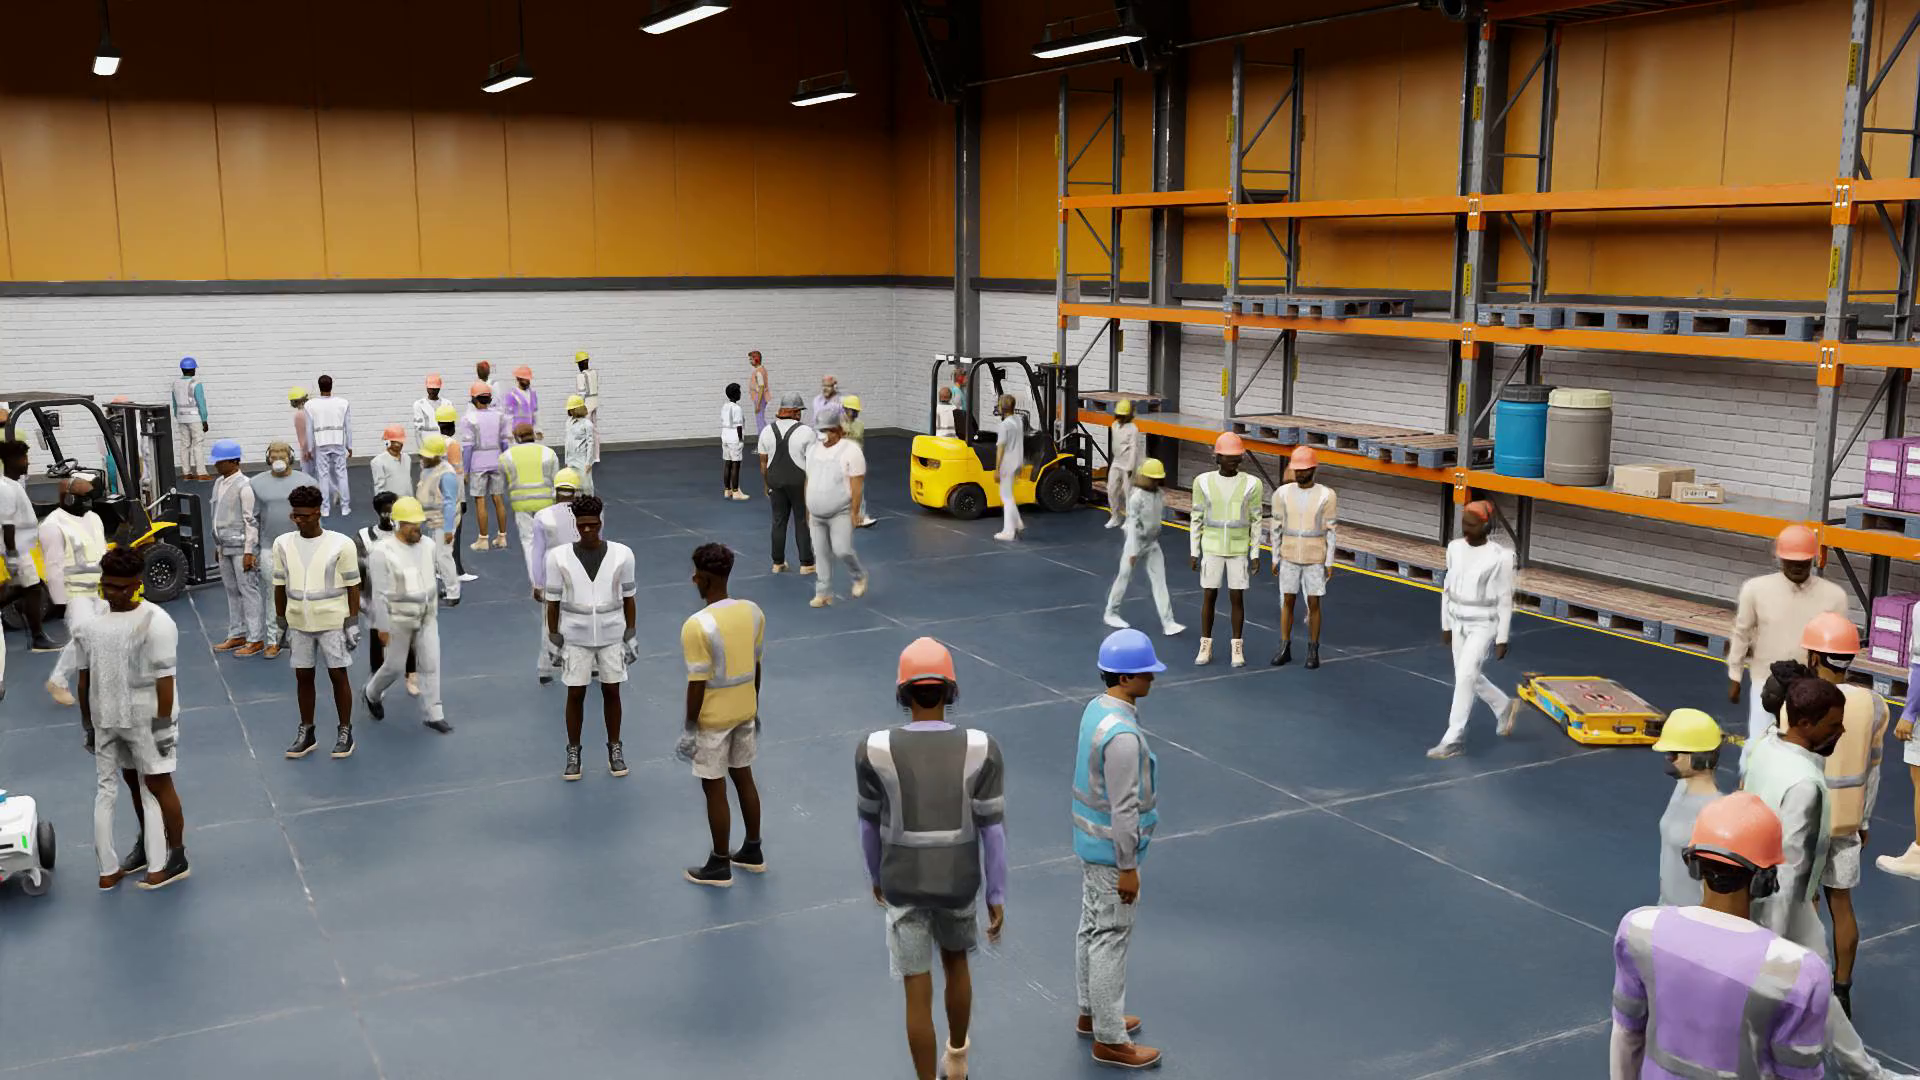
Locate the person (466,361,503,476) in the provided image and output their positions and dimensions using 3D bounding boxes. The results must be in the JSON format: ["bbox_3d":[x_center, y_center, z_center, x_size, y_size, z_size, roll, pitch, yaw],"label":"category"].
[{"bbox_3d":[-7.631,-1.976,26.876,0.583,1.835,1.028,8,13,39],"label":"person"}]

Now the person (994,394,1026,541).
[{"bbox_3d":[0.583,-0.897,20.616,0.400,1.835,0.537,6,11,30],"label":"person"}]

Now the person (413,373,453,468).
[{"bbox_3d":[-7.158,-1.311,22.716,0.547,1.934,0.376,-9,13,-41],"label":"person"}]

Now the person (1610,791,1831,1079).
[{"bbox_3d":[2.219,1.736,4.912,0.406,2.035,0.602,-8,13,-40],"label":"person"}]

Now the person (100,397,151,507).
[{"bbox_3d":[-9.668,-0.715,19.362,0.548,1.918,0.463,-8,12,-37],"label":"person"}]

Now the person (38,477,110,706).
[{"bbox_3d":[-6.903,0.411,13.110,0.483,1.825,0.642,1,10,5],"label":"person"}]

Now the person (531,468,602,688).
[{"bbox_3d":[-3.245,0.310,13.744,0.622,1.811,0.417,-6,12,-32],"label":"person"}]

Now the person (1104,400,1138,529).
[{"bbox_3d":[2.122,-0.968,21.398,0.531,1.692,0.517,-8,13,-39],"label":"person"}]

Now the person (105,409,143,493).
[{"bbox_3d":[-9.587,-0.634,19.075,0.516,1.843,0.327,5,11,24],"label":"person"}]

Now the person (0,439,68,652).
[{"bbox_3d":[-8.480,0.068,14.786,0.777,1.946,0.610,-5,11,-25],"label":"person"}]

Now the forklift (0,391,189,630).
[{"bbox_3d":[-9.026,-0.363,16.508,1.214,2.155,2.313,6,11,29],"label":"forklift"}]

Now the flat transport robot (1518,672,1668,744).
[{"bbox_3d":[4.811,1.266,12.665,0.652,0.197,1.431,0,10,0],"label":"flat transport robot"}]

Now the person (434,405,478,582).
[{"bbox_3d":[-5.555,-0.504,18.083,0.590,1.930,0.354,8,13,40],"label":"person"}]

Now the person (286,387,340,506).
[{"bbox_3d":[-8.918,-1.248,22.927,0.620,1.742,0.536,0,10,-3],"label":"person"}]

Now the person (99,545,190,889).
[{"bbox_3d":[-4.666,0.984,9.438,0.629,1.958,0.401,6,12,32],"label":"person"}]

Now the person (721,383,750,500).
[{"bbox_3d":[-3.267,-1.424,24.054,0.318,1.696,0.537,-6,12,-32],"label":"person"}]

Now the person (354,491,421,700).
[{"bbox_3d":[-4.571,0.439,13.348,0.534,1.694,0.320,-4,11,-22],"label":"person"}]

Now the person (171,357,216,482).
[{"bbox_3d":[-11.964,-1.870,25.898,0.605,1.948,0.388,4,10,20],"label":"person"}]

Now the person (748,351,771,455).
[{"bbox_3d":[-3.540,-2.426,29.414,0.390,1.838,0.563,-1,10,-7],"label":"person"}]

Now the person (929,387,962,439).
[{"bbox_3d":[-0.204,-1.390,24.024,0.514,1.637,0.315,-2,10,-12],"label":"person"}]

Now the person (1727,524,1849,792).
[{"bbox_3d":[5.082,0.838,10.251,0.652,1.966,0.679,3,10,19],"label":"person"}]

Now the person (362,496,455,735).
[{"bbox_3d":[-4.171,0.547,12.425,0.810,1.804,0.594,7,12,34],"label":"person"}]

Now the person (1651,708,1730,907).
[{"bbox_3d":[2.946,1.552,6.777,0.360,1.759,0.531,1,10,7],"label":"person"}]

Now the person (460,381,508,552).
[{"bbox_3d":[-5.708,-0.884,19.943,0.383,2.041,0.616,9,13,42],"label":"person"}]

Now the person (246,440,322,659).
[{"bbox_3d":[-5.959,0.080,14.696,0.632,1.940,0.372,-3,10,-15],"label":"person"}]

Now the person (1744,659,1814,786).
[{"bbox_3d":[3.847,1.391,7.836,0.318,1.700,0.535,3,10,16],"label":"person"}]

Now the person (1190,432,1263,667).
[{"bbox_3d":[2.292,0.084,14.370,0.615,2.043,0.373,2,10,11],"label":"person"}]

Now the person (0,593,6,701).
[{"bbox_3d":[-6.265,0.859,10.291,0.642,1.913,0.408,-4,11,-24],"label":"person"}]

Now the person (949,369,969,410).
[{"bbox_3d":[-0.024,-1.657,25.044,0.444,1.820,0.560,-1,10,-8],"label":"person"}]

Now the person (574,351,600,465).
[{"bbox_3d":[-6.295,-2.221,28.009,0.382,1.917,0.585,3,10,16],"label":"person"}]

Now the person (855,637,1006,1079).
[{"bbox_3d":[-0.134,1.392,6.915,0.600,2.012,0.770,-1,10,-7],"label":"person"}]

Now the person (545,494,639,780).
[{"bbox_3d":[-2.498,0.653,11.317,0.613,1.963,0.361,-3,10,-16],"label":"person"}]

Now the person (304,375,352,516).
[{"bbox_3d":[-8.555,-1.280,22.579,0.590,1.922,0.391,-5,11,-25],"label":"person"}]

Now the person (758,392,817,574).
[{"bbox_3d":[-1.864,-0.644,18.572,0.684,2.000,0.535,4,10,20],"label":"person"}]

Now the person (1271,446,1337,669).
[{"bbox_3d":[2.944,0.149,14.306,0.551,1.934,0.373,4,11,24],"label":"person"}]

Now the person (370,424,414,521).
[{"bbox_3d":[-6.028,-0.368,17.807,0.330,1.750,0.563,4,10,20],"label":"person"}]

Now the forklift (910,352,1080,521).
[{"bbox_3d":[0.460,-1.461,22.833,2.313,2.155,1.214,-5,11,-28],"label":"forklift"}]

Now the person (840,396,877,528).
[{"bbox_3d":[-1.425,-1.000,21.555,0.534,1.712,0.942,-6,12,-33],"label":"person"}]

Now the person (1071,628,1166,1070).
[{"bbox_3d":[0.696,1.345,7.382,0.404,1.948,0.605,-1,10,-6],"label":"person"}]

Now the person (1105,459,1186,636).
[{"bbox_3d":[1.718,0.057,15.578,0.488,1.678,0.969,-8,13,-39],"label":"person"}]

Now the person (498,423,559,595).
[{"bbox_3d":[-4.529,-0.350,17.606,0.653,1.789,0.841,-3,10,-16],"label":"person"}]

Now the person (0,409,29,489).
[{"bbox_3d":[-12.000,-0.854,20.949,0.497,1.633,0.279,-9,13,-41],"label":"person"}]

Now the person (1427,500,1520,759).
[{"bbox_3d":[3.728,0.613,11.888,0.854,1.857,0.581,-6,11,-29],"label":"person"}]

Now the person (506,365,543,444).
[{"bbox_3d":[-6.601,-1.676,24.895,0.804,1.911,0.563,5,11,27],"label":"person"}]

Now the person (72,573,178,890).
[{"bbox_3d":[-4.696,1.051,9.380,0.510,1.851,0.351,-1,10,-6],"label":"person"}]

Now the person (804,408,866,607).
[{"bbox_3d":[-1.295,-0.336,16.799,0.700,2.000,0.615,6,11,30],"label":"person"}]

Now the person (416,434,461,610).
[{"bbox_3d":[-5.239,-0.194,16.741,0.469,1.791,0.704,-7,12,-36],"label":"person"}]

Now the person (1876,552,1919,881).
[{"bbox_3d":[5.576,0.929,9.513,0.615,2.041,0.379,-5,11,-28],"label":"person"}]

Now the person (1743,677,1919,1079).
[{"bbox_3d":[3.526,1.471,6.897,0.977,1.860,0.590,1,10,6],"label":"person"}]

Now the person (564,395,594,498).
[{"bbox_3d":[-4.956,-1.016,21.583,0.485,1.740,0.304,6,12,33],"label":"person"}]

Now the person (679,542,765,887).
[{"bbox_3d":[-1.350,0.981,9.430,0.364,1.962,0.614,6,12,32],"label":"person"}]

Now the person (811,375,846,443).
[{"bbox_3d":[-1.838,-1.308,22.799,0.681,1.891,0.608,6,11,30],"label":"person"}]

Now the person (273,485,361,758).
[{"bbox_3d":[-4.550,0.576,11.764,0.614,1.962,0.365,0,10,2],"label":"person"}]

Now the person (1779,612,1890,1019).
[{"bbox_3d":[3.983,1.289,7.738,0.551,1.934,0.373,-3,10,-15],"label":"person"}]

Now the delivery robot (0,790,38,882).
[{"bbox_3d":[-5.404,1.652,9.359,0.477,0.478,0.707,-5,11,-26],"label":"delivery robot"}]

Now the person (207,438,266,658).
[{"bbox_3d":[-6.427,0.064,14.760,0.605,1.948,0.384,7,12,36],"label":"person"}]

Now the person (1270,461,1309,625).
[{"bbox_3d":[3.217,0.041,15.865,0.502,1.613,0.537,0,10,-2],"label":"person"}]
